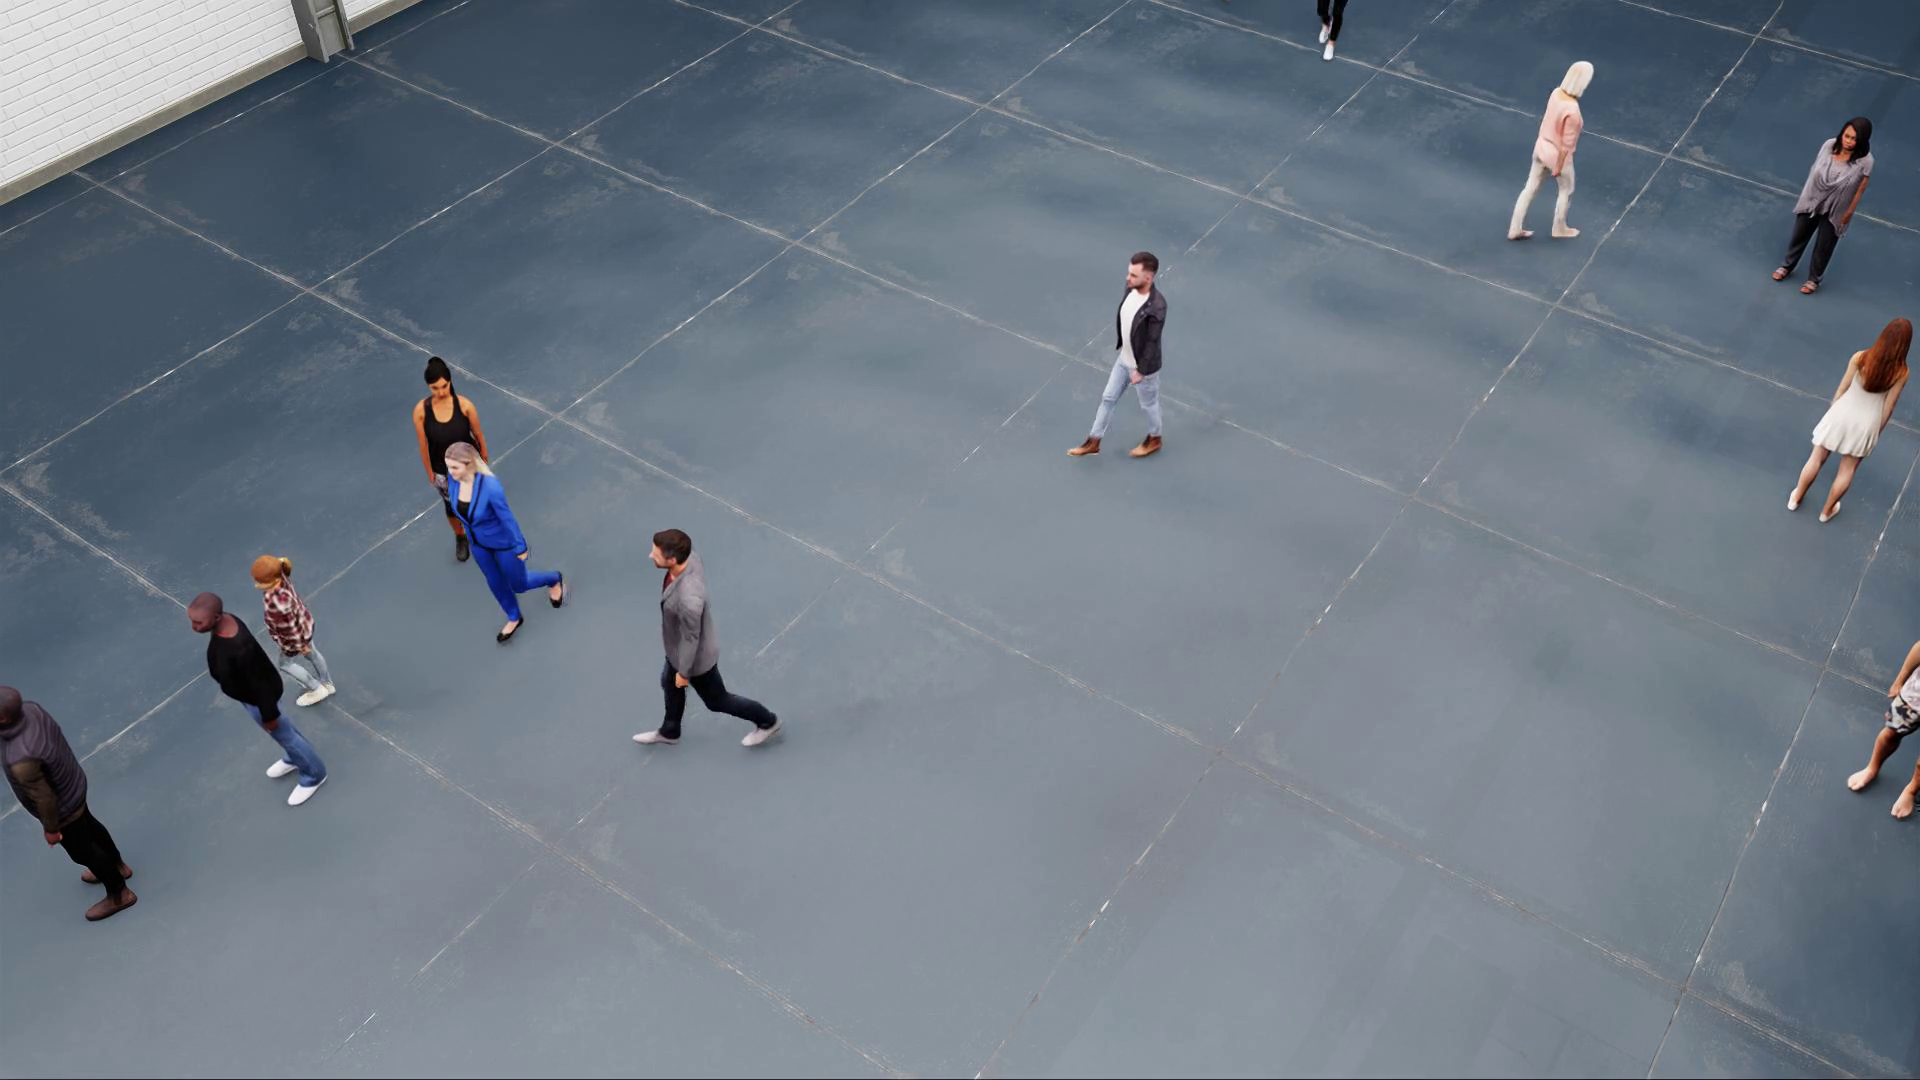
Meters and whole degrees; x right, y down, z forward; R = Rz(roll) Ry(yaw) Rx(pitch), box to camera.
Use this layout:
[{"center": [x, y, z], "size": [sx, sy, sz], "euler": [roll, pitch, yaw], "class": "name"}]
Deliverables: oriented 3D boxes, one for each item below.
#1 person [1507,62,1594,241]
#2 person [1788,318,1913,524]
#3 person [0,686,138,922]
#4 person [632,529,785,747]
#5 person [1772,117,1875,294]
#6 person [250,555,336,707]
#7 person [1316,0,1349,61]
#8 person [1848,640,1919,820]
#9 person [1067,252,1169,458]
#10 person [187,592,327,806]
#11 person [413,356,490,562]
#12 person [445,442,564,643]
[{"center": [5.069, -3.338, 14.429], "size": [0.983, 1.703, 0.892], "euler": [-13, 45, -13], "class": "person"}, {"center": [6.355, -0.852, 11.814], "size": [0.567, 1.709, 0.520], "euler": [24, 48, 23], "class": "person"}, {"center": [-5.049, 1.446, 9.311], "size": [0.775, 1.836, 0.777], "euler": [-16, 46, -17], "class": "person"}, {"center": [-1.534, 0.662, 10.133], "size": [1.283, 1.836, 1.171], "euler": [-11, 45, -11], "class": "person"}, {"center": [7.307, -2.852, 13.989], "size": [0.750, 1.606, 0.718], "euler": [-28, 50, -27], "class": "person"}, {"center": [-4.203, 0.572, 10.618], "size": [0.669, 1.298, 0.604], "euler": [-4, 44, -4], "class": "person"}, {"center": [3.883, -5.783, 17.002], "size": [0.717, 1.693, 0.770], "euler": [13, 45, 13], "class": "person"}, {"center": [5.844, 0.915, 9.886], "size": [0.628, 1.811, 0.708], "euler": [-34, 53, -31], "class": "person"}, {"center": [1.402, -1.344, 12.257], "size": [1.105, 1.811, 0.926], "euler": [-21, 48, -21], "class": "person"}, {"center": [-4.199, 0.900, 9.954], "size": [0.647, 1.739, 0.648], "euler": [-33, 53, -30], "class": "person"}, {"center": [-3.499, -0.558, 11.541], "size": [0.634, 1.660, 0.723], "euler": [-13, 45, -14], "class": "person"}, {"center": [-3.014, -0.044, 10.988], "size": [0.708, 1.678, 0.857], "euler": [18, 46, 18], "class": "person"}]
